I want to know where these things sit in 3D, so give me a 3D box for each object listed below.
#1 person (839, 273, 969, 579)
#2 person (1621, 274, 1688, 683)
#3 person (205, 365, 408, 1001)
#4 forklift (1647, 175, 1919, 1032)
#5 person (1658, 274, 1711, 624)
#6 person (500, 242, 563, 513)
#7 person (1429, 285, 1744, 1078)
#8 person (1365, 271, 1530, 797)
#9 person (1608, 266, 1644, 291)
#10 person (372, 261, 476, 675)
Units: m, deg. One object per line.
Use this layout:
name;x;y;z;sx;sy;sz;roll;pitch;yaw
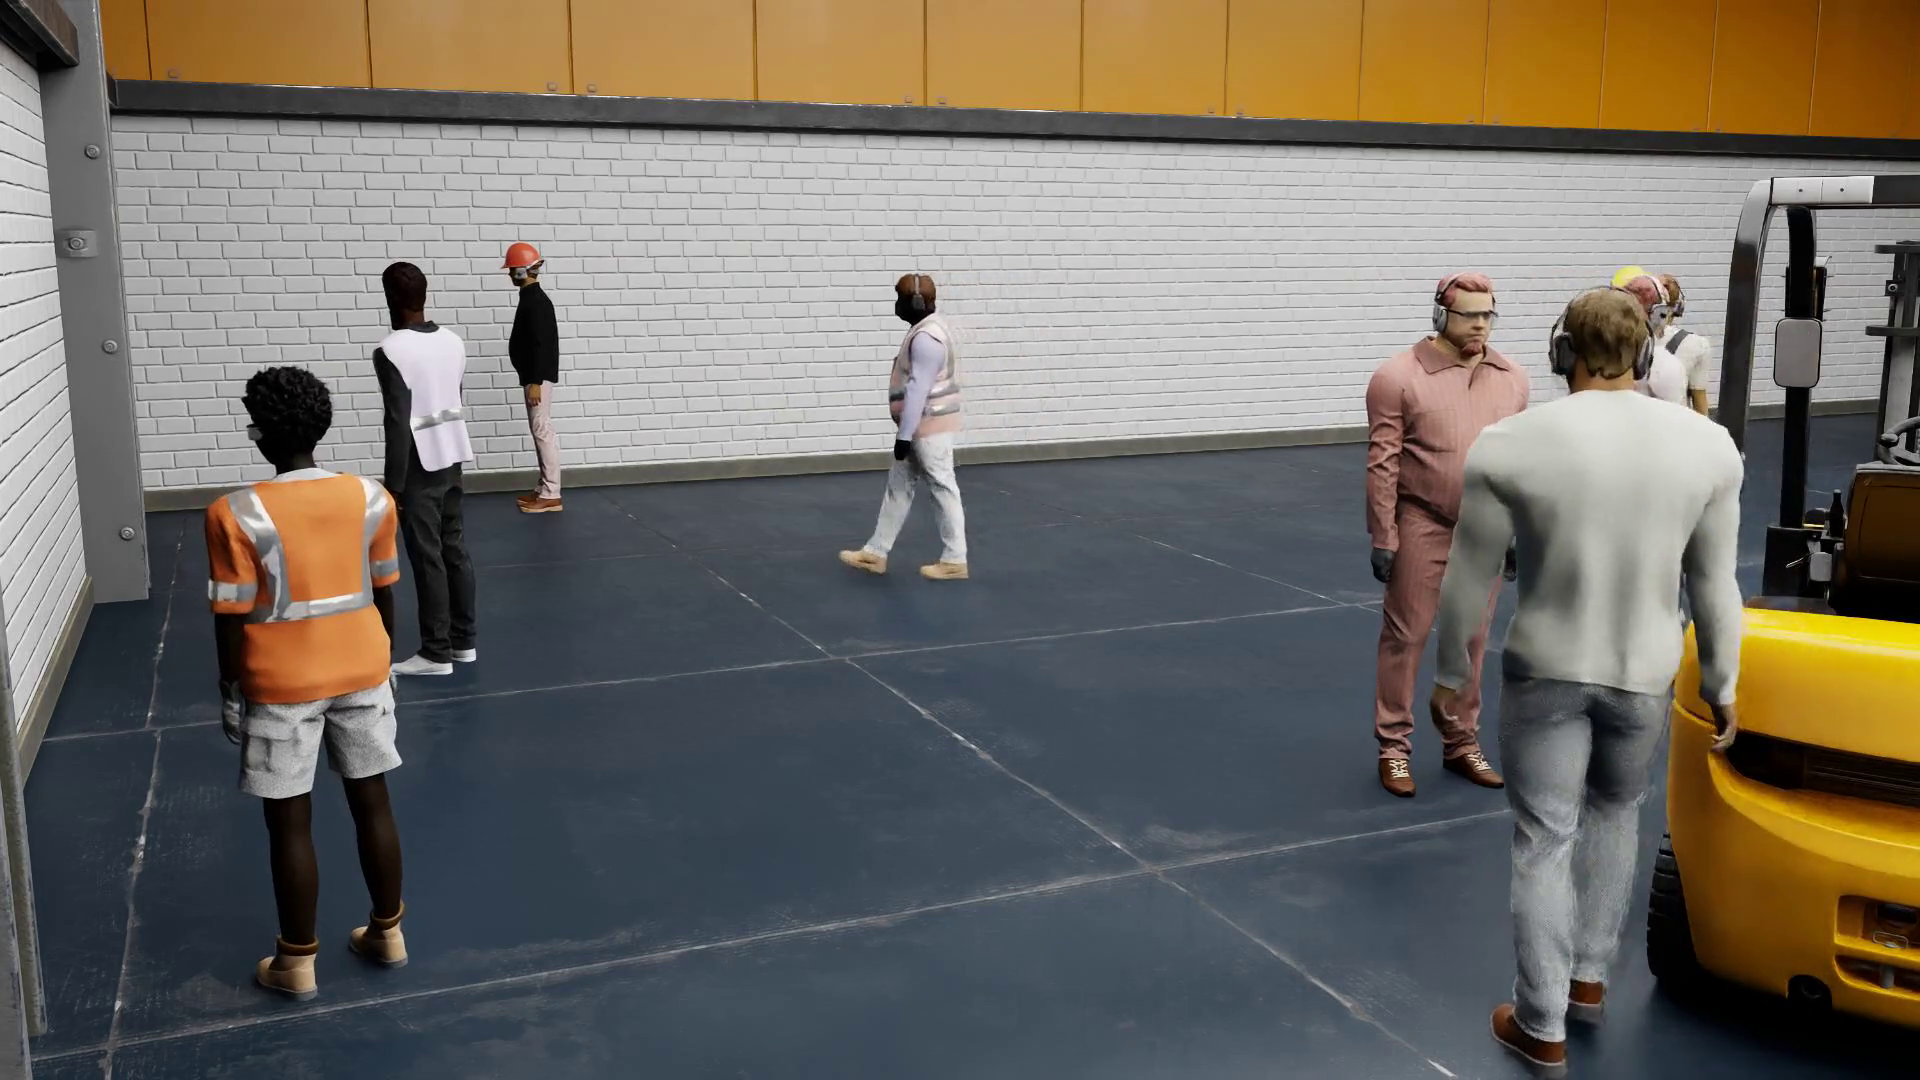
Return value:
person;-0.348;-0.655;9.839;0.874;1.806;0.660;0;10;-2
person;2.936;-0.244;7.427;0.929;1.877;0.651;-5;11;-24
person;-1.737;0.382;4.466;0.320;1.694;0.534;9;13;40
forklift;2.810;0.094;4.662;1.214;2.155;2.313;7;12;34
person;3.611;-0.456;8.674;0.504;1.840;0.345;5;11;24
person;-3.172;-1.200;12.349;0.394;1.989;0.616;-3;11;-15
person;1.536;0.338;4.126;0.724;1.906;0.667;1;10;6
person;1.793;-0.019;6.084;0.642;1.906;0.410;-3;11;-14
person;4.808;-1.081;12.171;0.595;1.825;0.403;-9;14;-41
person;-2.480;-0.323;7.729;0.398;1.917;0.590;3;11;15
